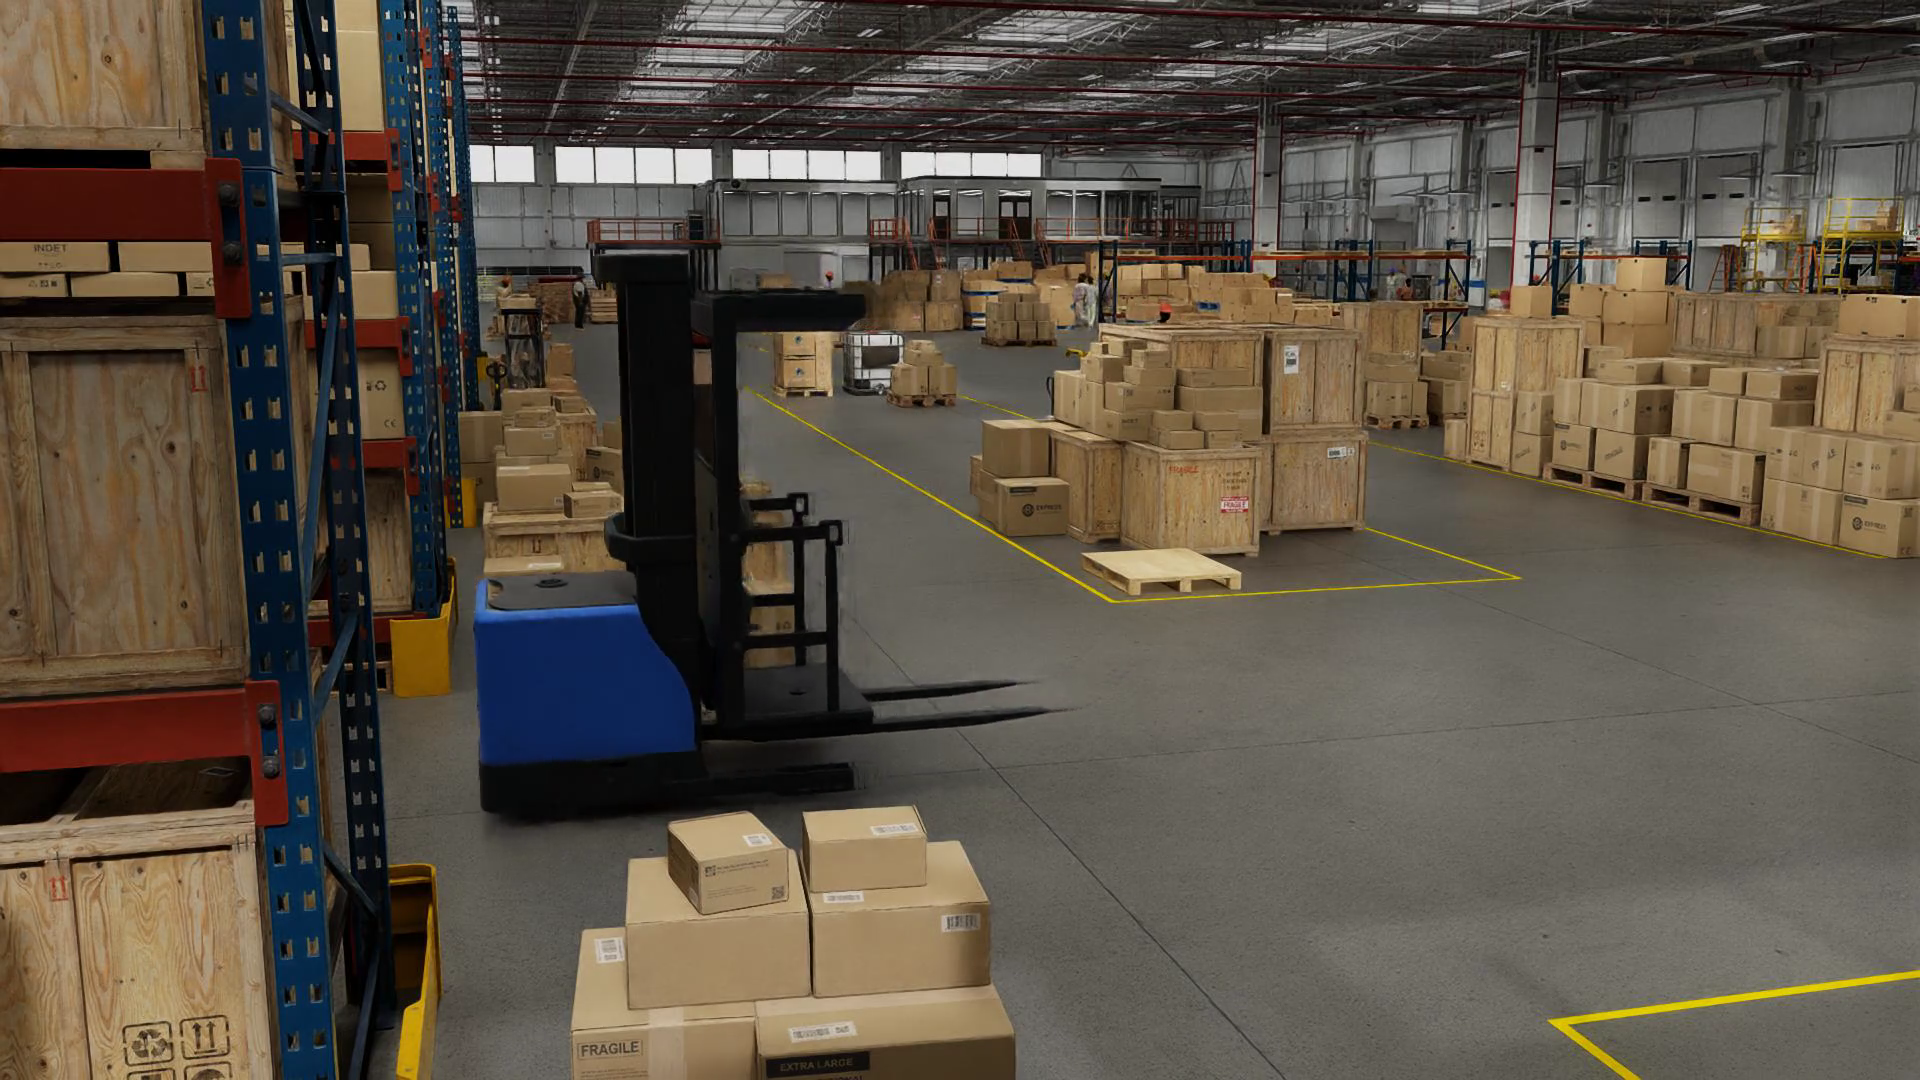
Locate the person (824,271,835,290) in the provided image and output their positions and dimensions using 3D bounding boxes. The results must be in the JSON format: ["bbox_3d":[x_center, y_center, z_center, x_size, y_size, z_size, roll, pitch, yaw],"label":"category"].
[{"bbox_3d":[-4.516,-8.278,57.466,0.406,2.035,0.601,0,10,-2],"label":"person"}]

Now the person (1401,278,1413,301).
[{"bbox_3d":[16.462,-8.777,61.218,0.530,1.697,0.321,-3,11,-18],"label":"person"}]

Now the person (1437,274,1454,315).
[{"bbox_3d":[17.361,-8.561,59.444,0.593,1.903,0.746,8,13,38],"label":"person"}]

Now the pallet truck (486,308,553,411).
[{"bbox_3d":[-6.242,-2.418,24.362,0.823,1.965,1.885,1,10,3],"label":"pallet truck"}]

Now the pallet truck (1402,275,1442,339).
[{"bbox_3d":[14.620,-7.324,52.145,0.823,1.965,1.885,8,13,40],"label":"pallet truck"}]

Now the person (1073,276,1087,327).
[{"bbox_3d":[4.326,-8.501,59.301,0.636,1.820,0.632,-8,13,-37],"label":"person"}]

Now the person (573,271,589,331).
[{"bbox_3d":[-12.878,-8.120,56.528,0.535,2.000,0.687,-4,11,-20],"label":"person"}]

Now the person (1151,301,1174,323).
[{"bbox_3d":[3.509,-3.155,28.731,0.563,1.927,0.424,-4,11,-20],"label":"person"}]

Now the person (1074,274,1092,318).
[{"bbox_3d":[4.946,-9.804,66.784,0.974,1.799,0.629,5,11,25],"label":"person"}]

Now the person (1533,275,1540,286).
[{"bbox_3d":[17.752,-7.182,51.352,0.377,1.995,0.608,3,10,16],"label":"person"}]

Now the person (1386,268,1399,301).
[{"bbox_3d":[18.887,-10.939,72.840,0.619,1.902,0.935,7,12,34],"label":"person"}]

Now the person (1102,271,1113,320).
[{"bbox_3d":[5.851,-9.547,65.029,0.925,1.884,0.612,8,13,38],"label":"person"}]

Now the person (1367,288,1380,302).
[{"bbox_3d":[10.247,-5.312,41.218,0.553,1.831,0.512,-9,13,-41],"label":"person"}]

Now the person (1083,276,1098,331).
[{"bbox_3d":[4.446,-8.032,56.550,0.550,1.856,0.438,1,10,8],"label":"person"}]

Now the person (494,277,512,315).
[{"bbox_3d":[-14.727,-7.530,53.683,0.648,1.878,0.666,-5,11,-25],"label":"person"}]

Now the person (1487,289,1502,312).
[{"bbox_3d":[14.732,-6.091,46.004,0.509,1.695,0.886,-4,11,-19],"label":"person"}]

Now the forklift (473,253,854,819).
[{"bbox_3d":[-1.603,-0.096,8.718,1.873,2.768,1.129,-3,10,-15],"label":"forklift"}]

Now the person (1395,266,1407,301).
[{"bbox_3d":[20.194,-11.500,75.921,0.997,1.941,0.658,-7,12,-33],"label":"person"}]

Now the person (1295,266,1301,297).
[{"bbox_3d":[16.498,-12.436,81.288,0.374,1.928,0.543,2,10,13],"label":"person"}]
